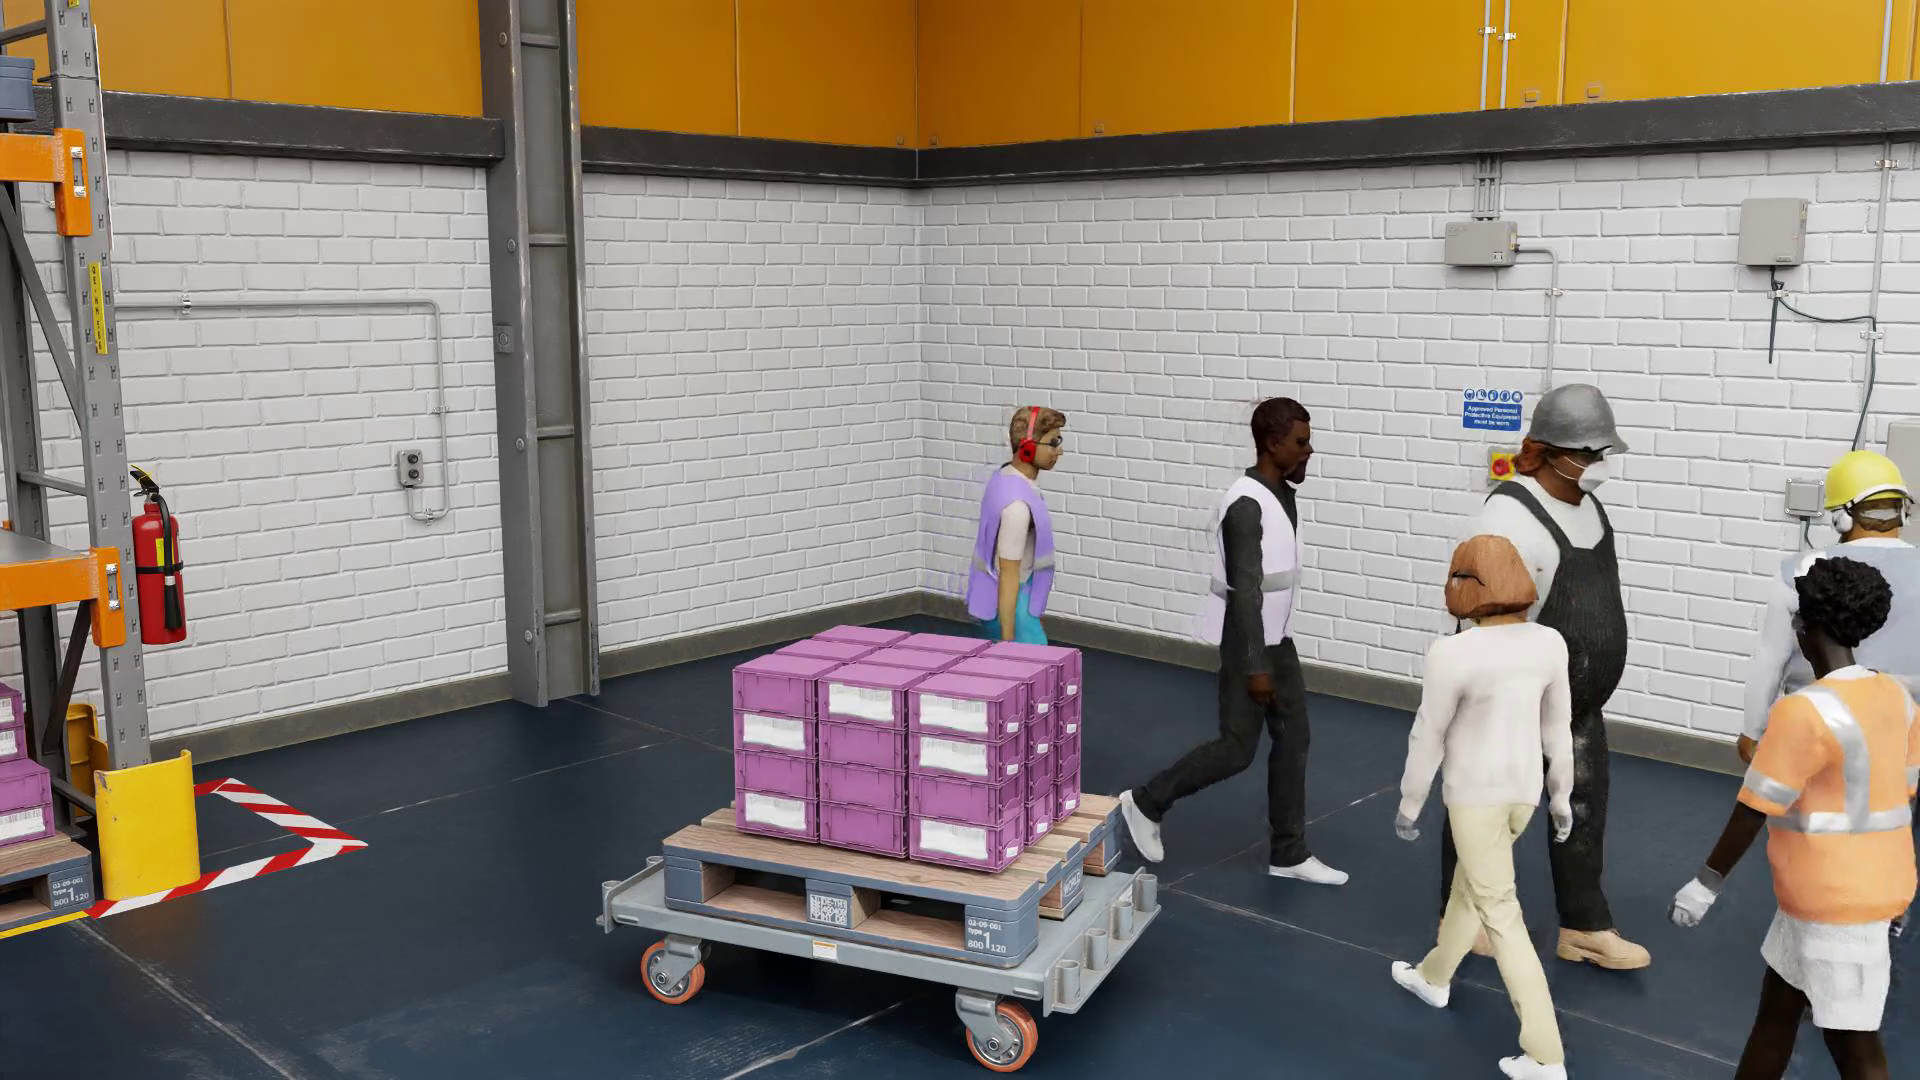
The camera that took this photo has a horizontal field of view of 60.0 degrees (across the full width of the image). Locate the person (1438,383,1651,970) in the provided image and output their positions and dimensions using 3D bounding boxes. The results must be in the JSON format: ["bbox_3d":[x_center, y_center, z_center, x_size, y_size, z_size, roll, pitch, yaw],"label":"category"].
[{"bbox_3d":[1.970,0.458,5.502,0.720,2.000,0.815,-9,13,-42],"label":"person"}]

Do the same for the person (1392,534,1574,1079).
[{"bbox_3d":[1.576,0.773,4.983,0.506,1.578,0.872,-5,10,-26],"label":"person"}]

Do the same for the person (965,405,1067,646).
[{"bbox_3d":[0.159,0.323,7.040,0.771,1.808,0.603,-1,9,-5],"label":"person"}]

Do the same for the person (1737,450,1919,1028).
[{"bbox_3d":[2.820,0.612,5.301,0.599,1.792,0.671,1,9,9],"label":"person"}]

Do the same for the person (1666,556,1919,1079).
[{"bbox_3d":[2.051,0.865,4.130,0.553,1.651,0.772,-9,13,-43],"label":"person"}]

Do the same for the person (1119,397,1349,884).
[{"bbox_3d":[1.069,0.390,6.403,0.808,1.894,0.598,5,11,29],"label":"person"}]
